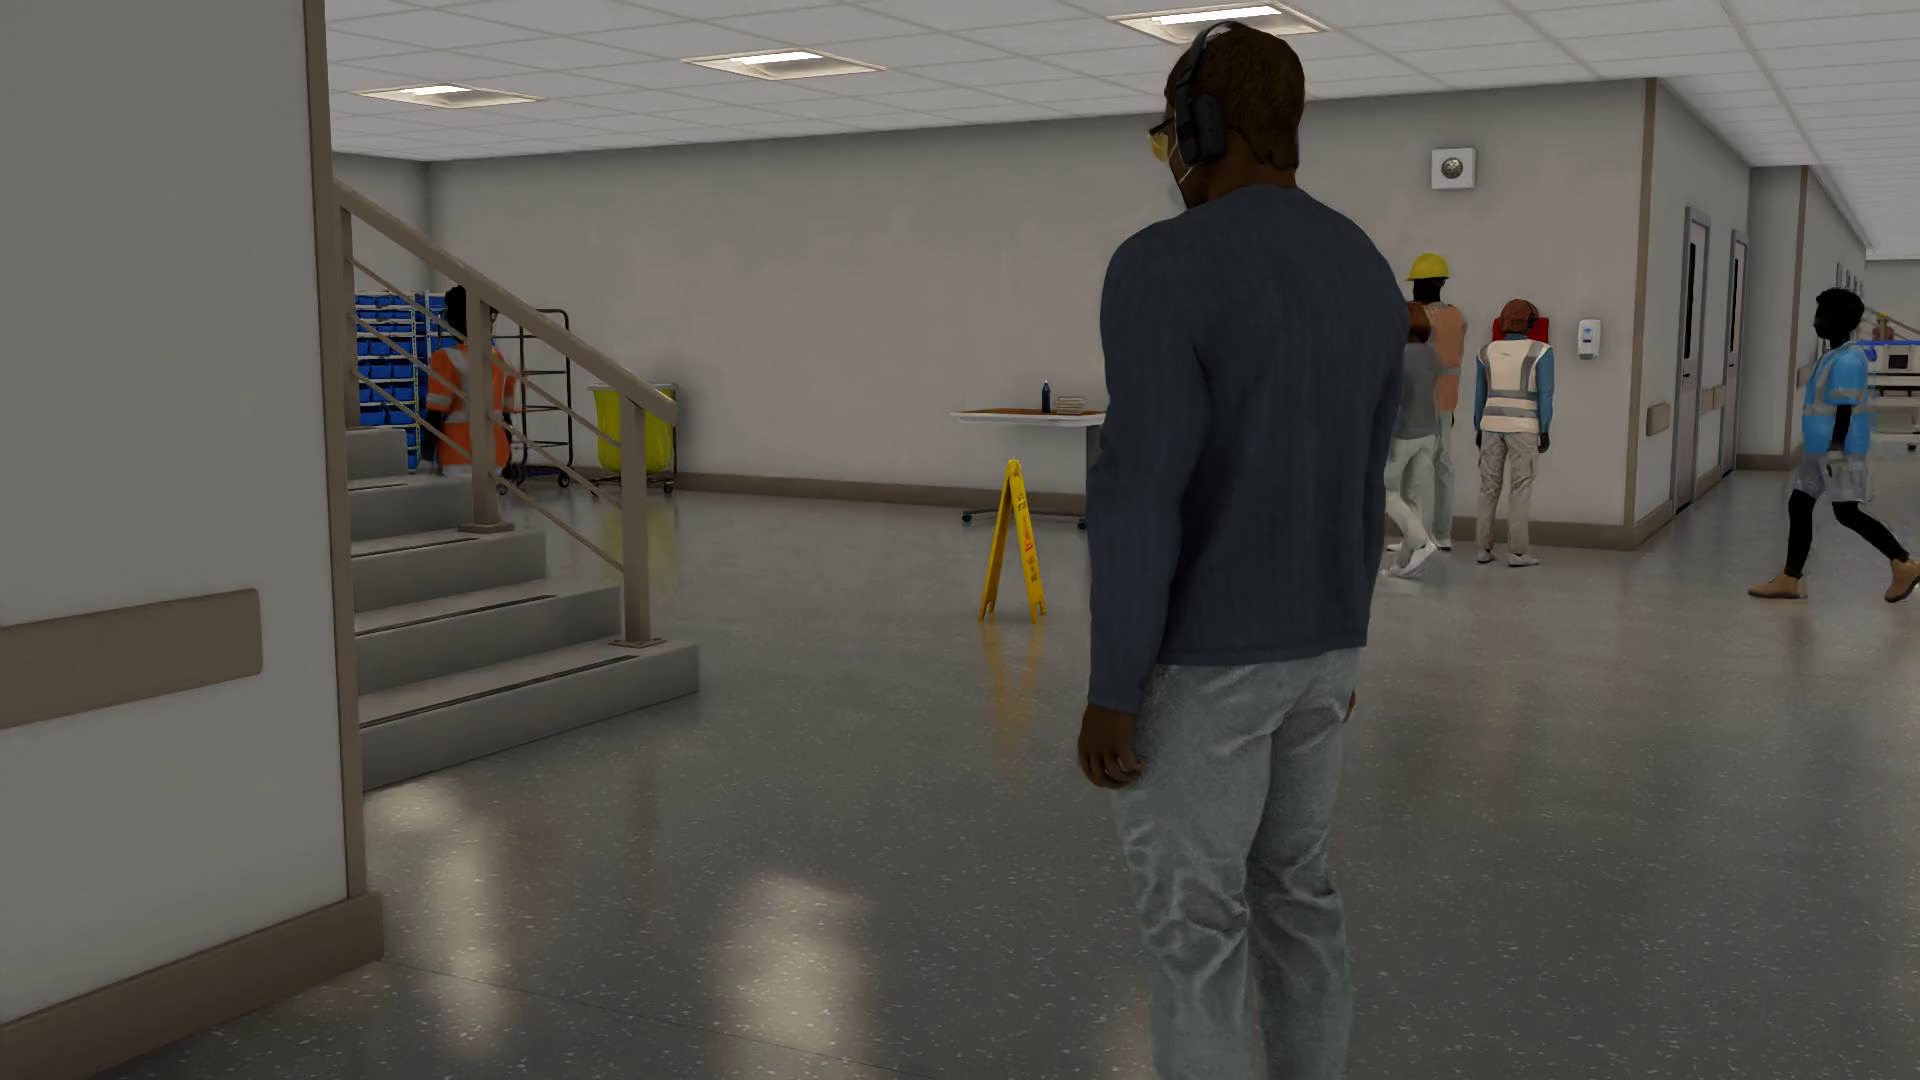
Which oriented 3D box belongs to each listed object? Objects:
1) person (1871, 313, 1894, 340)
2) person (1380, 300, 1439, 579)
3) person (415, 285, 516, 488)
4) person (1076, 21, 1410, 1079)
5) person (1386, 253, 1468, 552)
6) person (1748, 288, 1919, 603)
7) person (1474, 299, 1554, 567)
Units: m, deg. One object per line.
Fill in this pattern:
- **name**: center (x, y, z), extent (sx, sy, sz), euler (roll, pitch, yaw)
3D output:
- **person**: center (21.348, -4.383, 38.450), extent (0.533, 1.746, 0.611), euler (-1, 7, -8)
- **person**: center (2.587, -0.568, 9.567), extent (0.520, 1.612, 0.405), euler (-7, 10, -42)
- **person**: center (-2.299, -0.392, 8.002), extent (0.798, 1.669, 0.534), euler (3, 8, 21)
- **person**: center (0.430, 0.187, 2.564), extent (0.636, 1.928, 0.385), euler (-7, 10, -42)
- **person**: center (2.999, -0.871, 10.687), extent (0.586, 1.928, 0.364), euler (-6, 10, -41)
- **person**: center (4.652, -0.485, 8.712), extent (0.782, 1.669, 0.537), euler (2, 8, 14)
- **person**: center (3.366, -0.652, 10.159), extent (0.324, 1.630, 0.502), euler (-7, 10, -42)
